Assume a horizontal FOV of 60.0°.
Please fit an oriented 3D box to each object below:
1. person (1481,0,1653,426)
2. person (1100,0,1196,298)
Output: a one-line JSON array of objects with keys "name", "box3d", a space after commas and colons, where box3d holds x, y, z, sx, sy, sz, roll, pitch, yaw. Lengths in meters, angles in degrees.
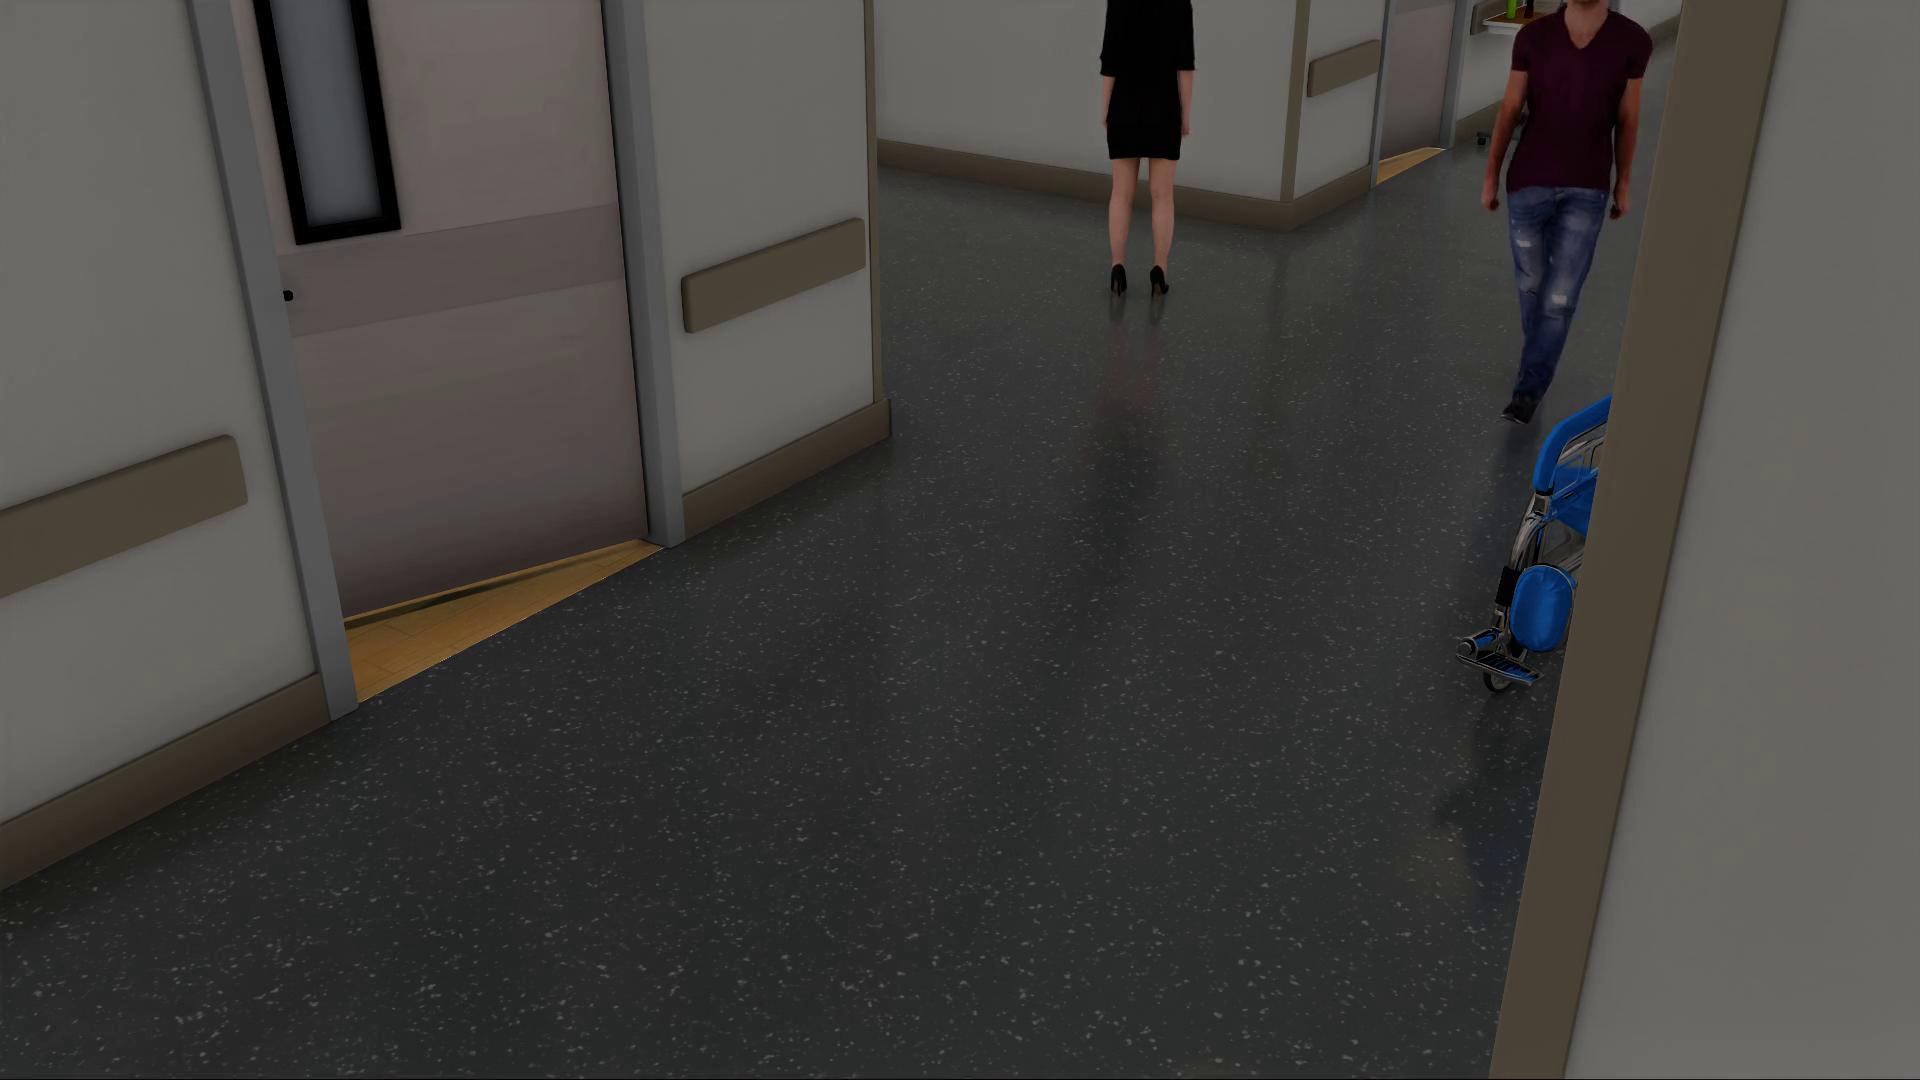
[{"name": "person", "box3d": [2.349, -1.392, 6.493, 0.735, 1.805, 1.178, 14, 29, 27]}, {"name": "person", "box3d": [0.877, -2.003, 7.885, 0.663, 1.697, 0.636, 7, 27, 14]}]
